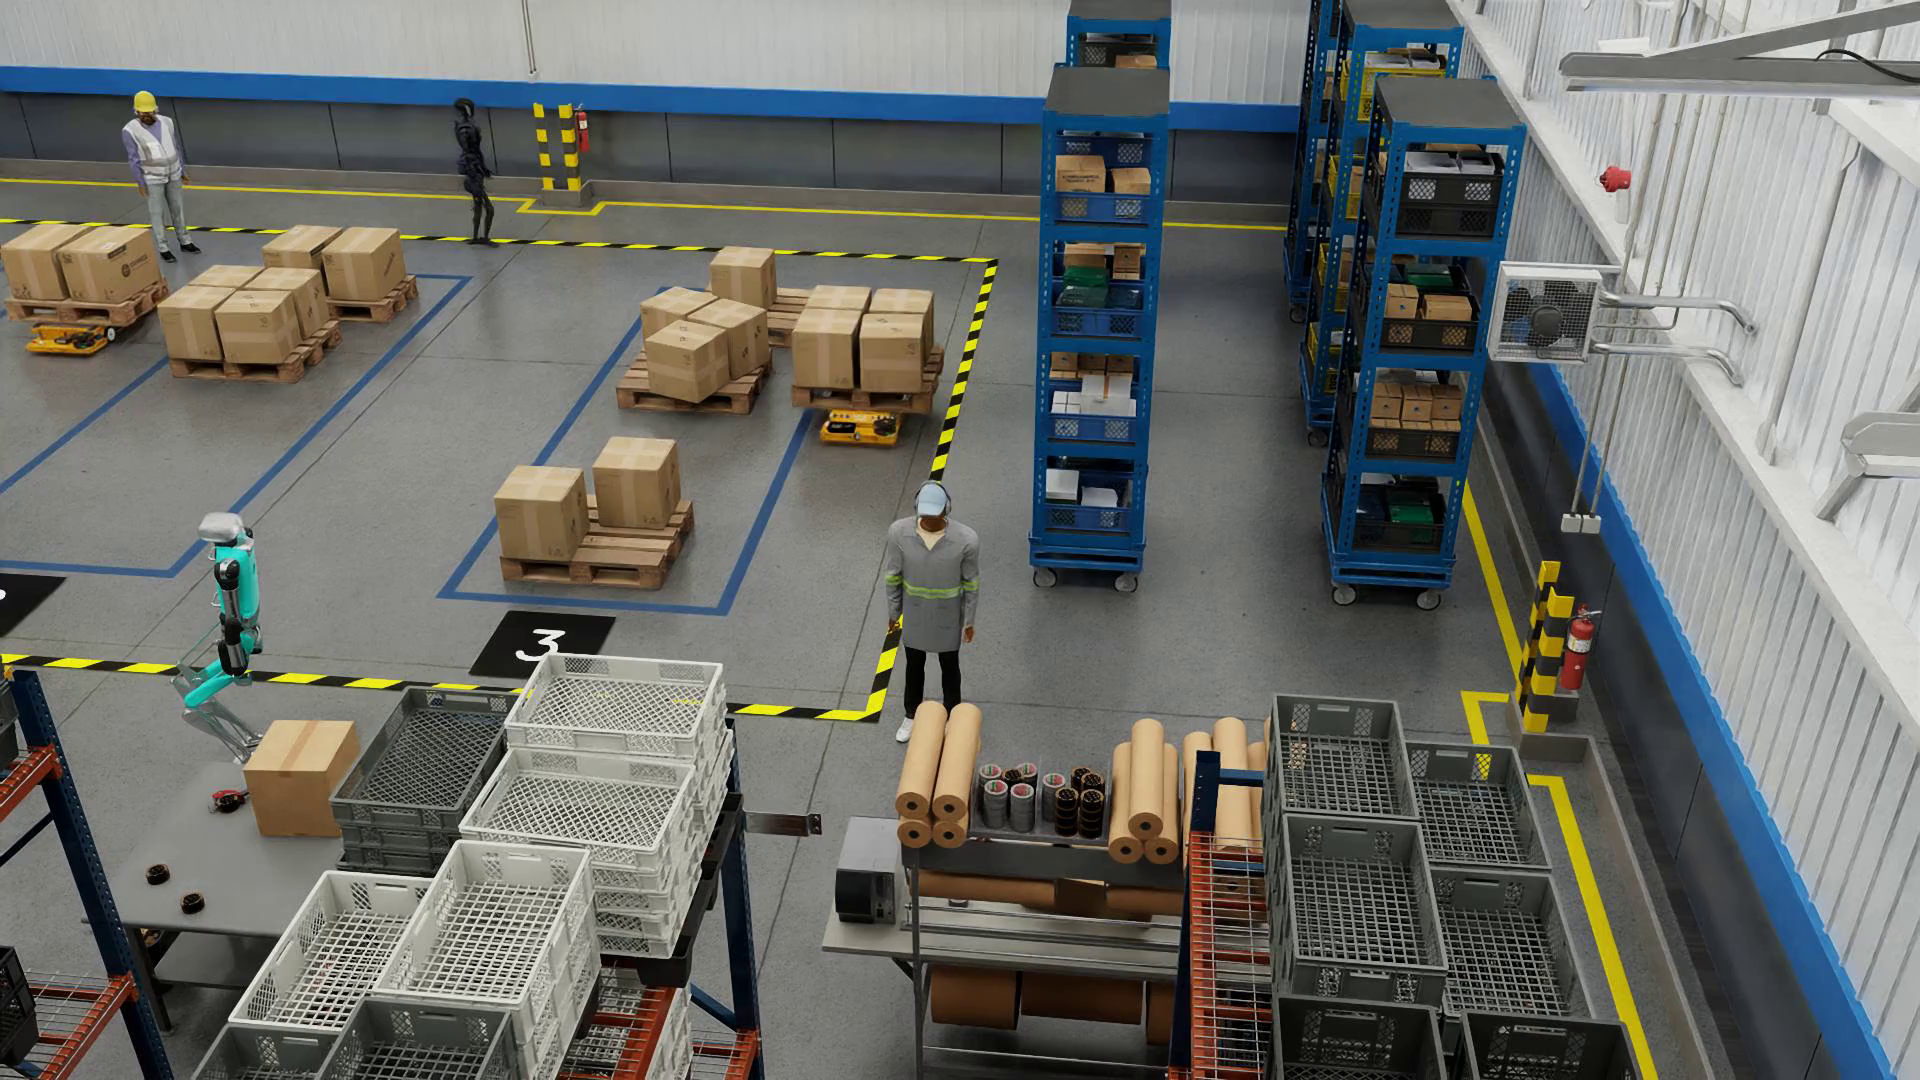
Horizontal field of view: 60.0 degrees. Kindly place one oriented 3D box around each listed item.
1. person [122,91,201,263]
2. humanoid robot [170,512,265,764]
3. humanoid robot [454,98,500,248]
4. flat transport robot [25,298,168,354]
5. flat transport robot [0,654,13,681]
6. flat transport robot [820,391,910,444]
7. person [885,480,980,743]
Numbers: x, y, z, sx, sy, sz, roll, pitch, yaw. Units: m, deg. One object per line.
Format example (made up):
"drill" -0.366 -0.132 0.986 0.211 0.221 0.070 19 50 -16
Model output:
"person" -8.559 -3.908 17.836 0.403 1.826 0.592 19 35 29
"humanoid robot" -4.508 0.619 10.022 0.735 1.672 0.533 -5 31 -9
"humanoid robot" -5.287 -4.013 18.169 0.448 1.650 0.583 -2 30 -4
"flat transport robot" -8.537 -2.220 16.458 0.652 0.197 1.431 3 30 6
"flat transport robot" -7.142 0.969 11.010 1.431 0.231 0.659 3 30 6
"flat transport robot" -0.800 -1.273 14.832 0.652 0.197 1.431 3 30 6
"person" -0.176 0.457 10.314 0.588 1.853 0.371 5 31 8
